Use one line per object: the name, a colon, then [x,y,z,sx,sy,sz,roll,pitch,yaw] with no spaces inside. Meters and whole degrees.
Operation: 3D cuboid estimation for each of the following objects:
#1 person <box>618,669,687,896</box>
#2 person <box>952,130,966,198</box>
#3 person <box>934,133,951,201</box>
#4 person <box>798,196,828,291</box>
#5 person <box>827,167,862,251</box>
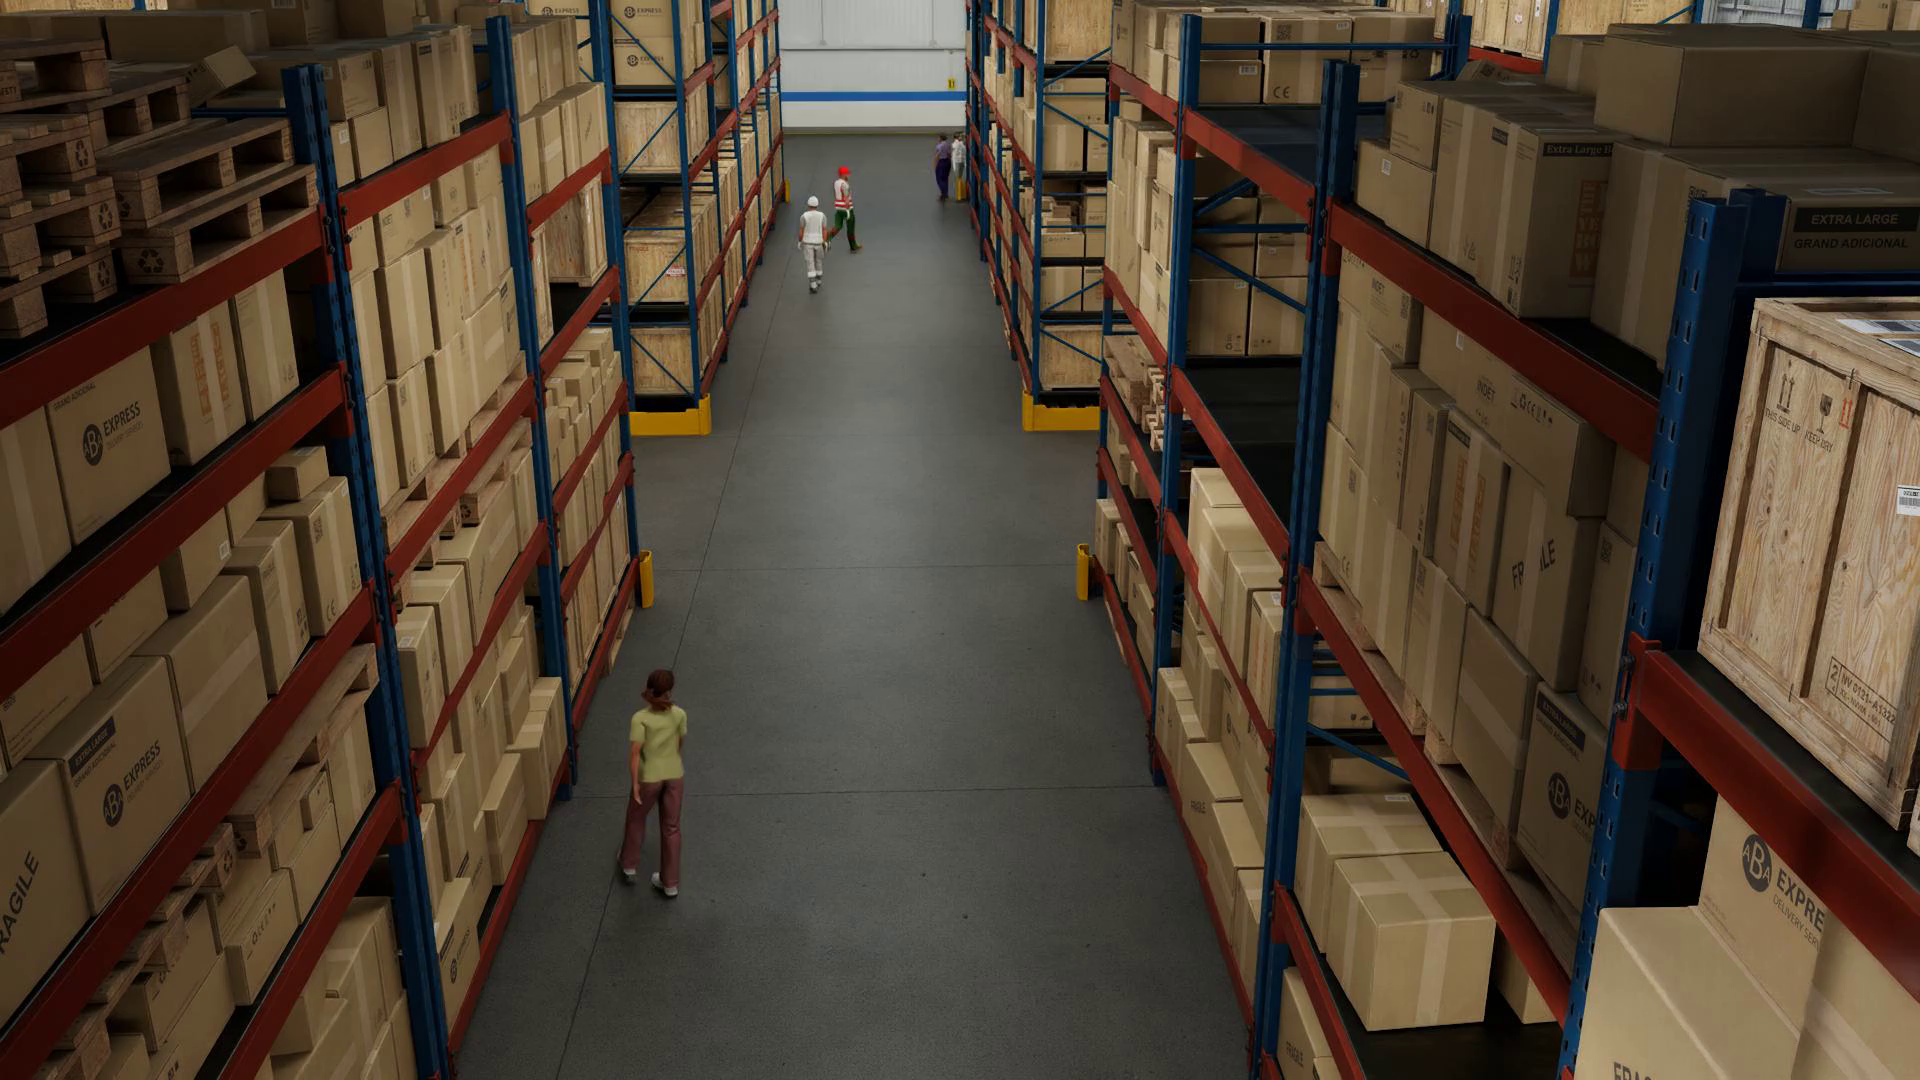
person: [-2.219,1.708,12.040,0.525,1.641,0.705,-9,22,-23]
person: [-0.030,-9.533,42.155,0.436,1.681,0.506,12,23,29]
person: [-0.424,-9.401,41.914,0.524,1.688,0.515,-19,27,-41]
person: [-2.824,-5.668,31.652,0.551,1.770,0.827,-6,21,-15]
person: [-2.502,-7.017,35.283,0.927,1.767,0.588,-19,28,-41]
